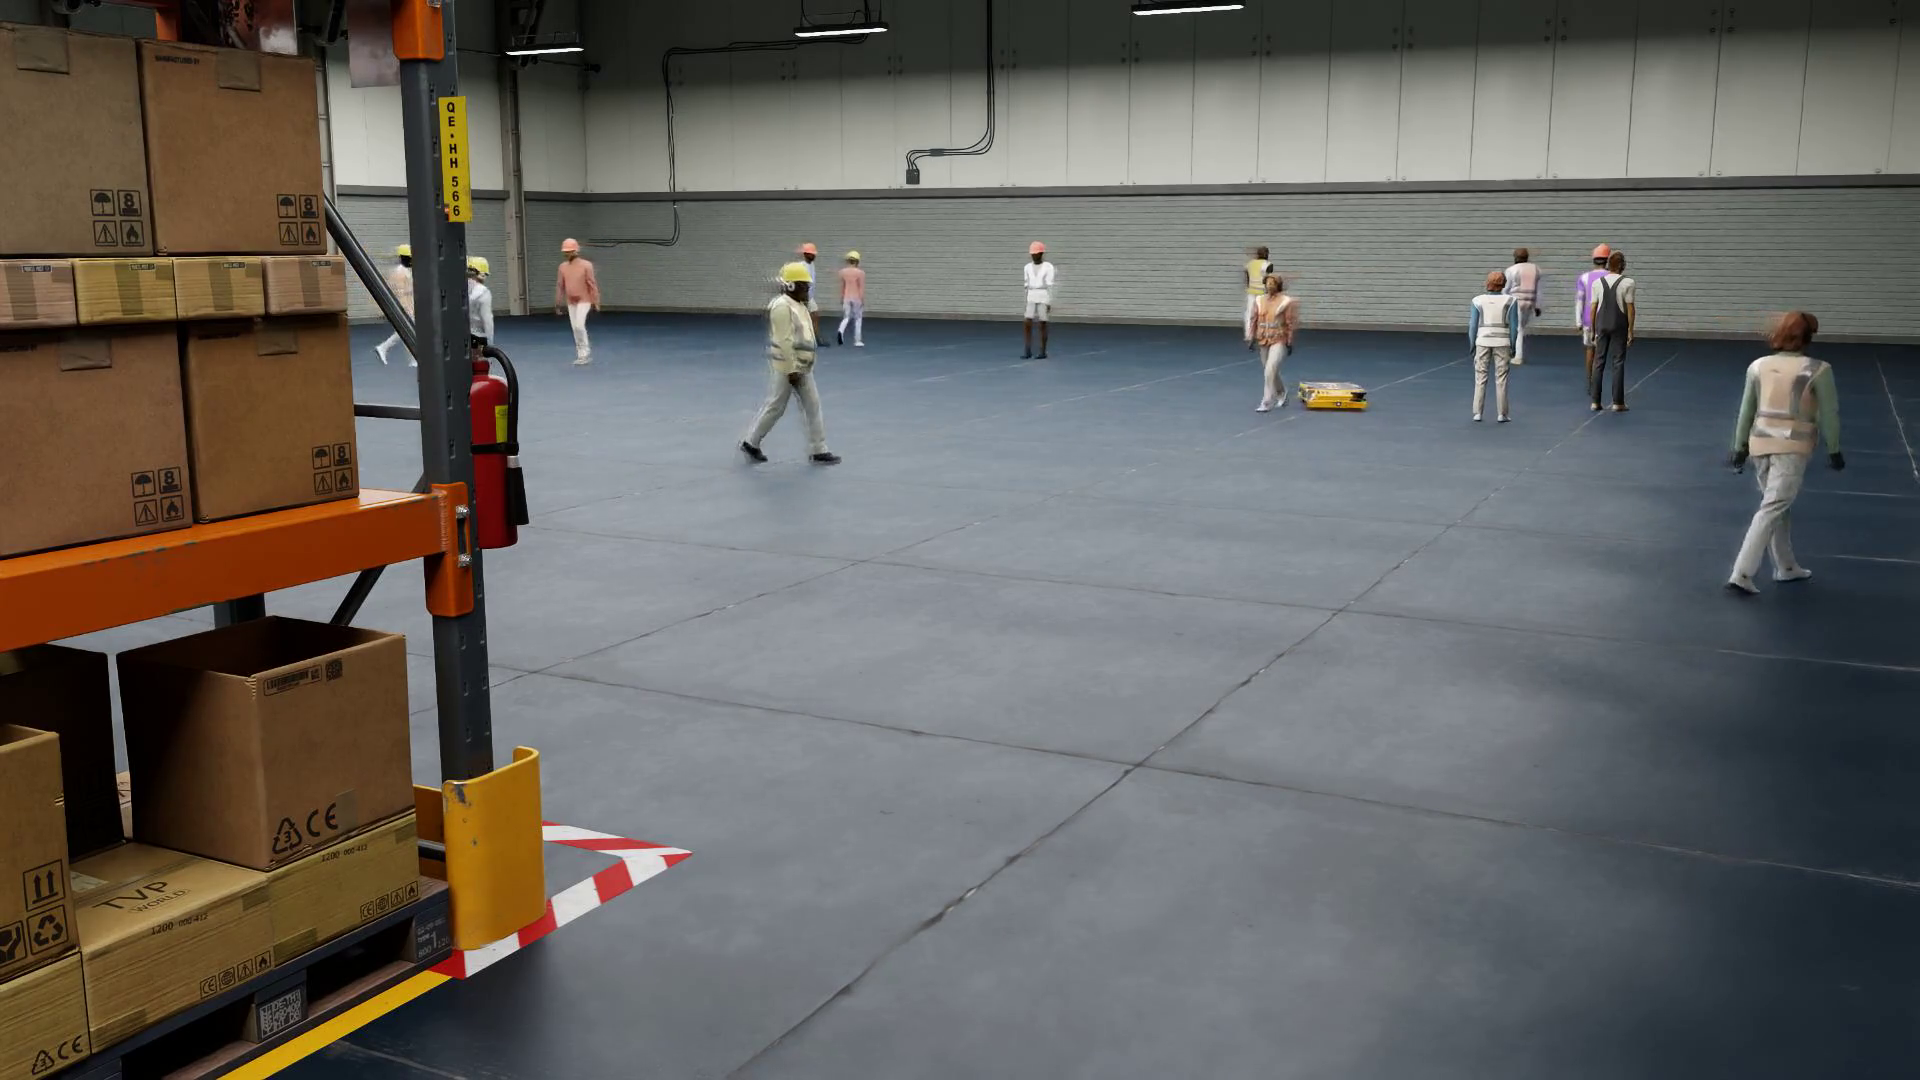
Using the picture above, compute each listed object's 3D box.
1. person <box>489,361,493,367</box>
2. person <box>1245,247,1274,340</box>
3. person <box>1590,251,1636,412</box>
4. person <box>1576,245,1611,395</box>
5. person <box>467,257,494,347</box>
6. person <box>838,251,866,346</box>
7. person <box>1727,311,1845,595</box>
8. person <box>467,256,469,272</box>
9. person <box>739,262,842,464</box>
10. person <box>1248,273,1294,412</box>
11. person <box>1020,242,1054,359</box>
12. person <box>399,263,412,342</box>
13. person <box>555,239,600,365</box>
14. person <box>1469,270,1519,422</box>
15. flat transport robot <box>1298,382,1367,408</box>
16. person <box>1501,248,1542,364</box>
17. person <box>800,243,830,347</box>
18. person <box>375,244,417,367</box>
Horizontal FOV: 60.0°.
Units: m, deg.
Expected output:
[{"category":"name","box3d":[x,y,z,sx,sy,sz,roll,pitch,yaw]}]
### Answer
[{"category":"person","box3d":[-7.424,-3.319,24.708,0.543,1.636,0.910,7,13,35]},{"category":"person","box3d":[5.861,-4.762,32.186,0.944,1.789,0.650,-9,14,-41]},{"category":"person","box3d":[7.516,-2.399,19.178,0.505,1.840,0.346,8,13,38]},{"category":"person","box3d":[8.208,-2.812,21.297,0.556,1.887,0.953,8,13,37]},{"category":"person","box3d":[-5.462,-2.268,18.638,0.634,1.779,0.749,6,12,29]},{"category":"person","box3d":[-1.985,-4.372,30.198,0.529,1.752,0.553,5,12,26]},{"category":"person","box3d":[4.660,-0.492,9.448,0.846,1.602,0.513,-5,11,-25]},{"category":"person","box3d":[-11.259,-5.785,37.609,0.351,1.857,0.679,3,11,16]},{"category":"person","box3d":[-1.530,-1.555,14.701,0.899,1.798,0.583,3,11,18]},{"category":"person","box3d":[3.655,-2.310,19.349,0.518,1.602,0.810,9,14,40]},{"category":"person","box3d":[1.242,-3.897,27.158,0.546,1.914,0.722,5,11,25]},{"category":"person","box3d":[-10.499,-4.741,31.999,0.521,1.834,0.914,6,12,29]},{"category":"person","box3d":[-5.967,-3.692,25.880,0.698,1.964,0.623,4,11,22]},{"category":"person","box3d":[5.783,-2.093,18.049,0.513,1.642,0.313,5,12,26]},{"category":"flat transport robot","box3d":[4.437,-1.741,19.866,0.652,0.197,1.431,1,10,6]},{"category":"person","box3d":[8.806,-3.711,26.414,0.656,1.807,0.839,-3,11,-15]},{"category":"person","box3d":[-2.863,-4.478,30.407,1.007,1.885,0.549,5,12,27]},{"category":"person","box3d":[-8.613,-3.600,25.591,0.771,1.901,0.587,-2,11,-12]}]
